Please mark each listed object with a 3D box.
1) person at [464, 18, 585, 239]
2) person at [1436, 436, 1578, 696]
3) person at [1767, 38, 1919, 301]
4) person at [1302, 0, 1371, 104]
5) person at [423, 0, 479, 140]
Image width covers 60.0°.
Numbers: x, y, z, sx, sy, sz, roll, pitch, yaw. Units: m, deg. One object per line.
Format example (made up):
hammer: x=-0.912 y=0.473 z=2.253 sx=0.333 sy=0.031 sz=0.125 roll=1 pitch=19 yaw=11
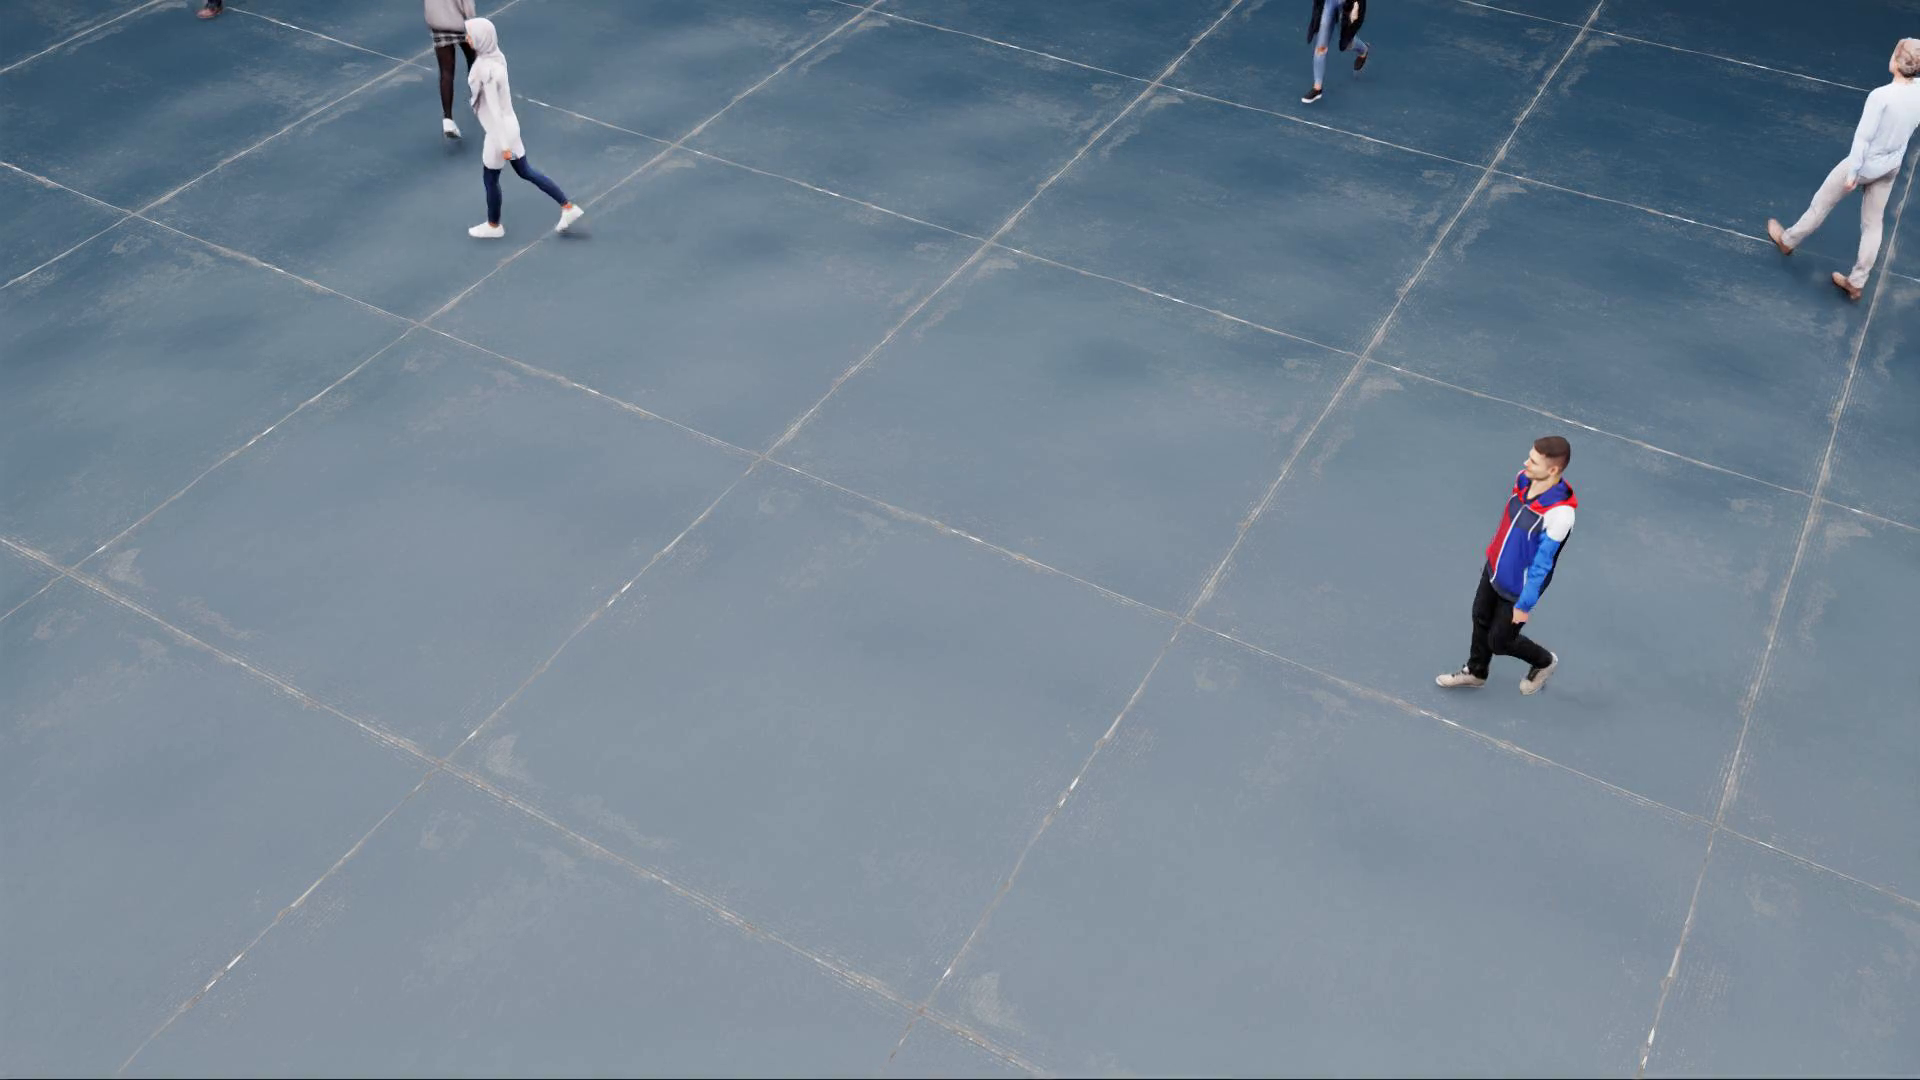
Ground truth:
person: x=-3.272 y=-2.984 z=12.215 sx=1.063 sy=1.745 sz=1.150 roll=0 pitch=42 yaw=0
person: x=2.993 y=0.179 z=8.729 sx=0.958 sy=1.747 sz=0.917 roll=-6 pitch=43 yaw=-6
person: x=6.444 y=-2.550 z=11.661 sx=1.138 sy=1.846 sz=1.211 roll=-9 pitch=43 yaw=-10
person: x=3.252 y=-4.532 z=13.982 sx=1.116 sy=1.660 sz=0.808 roll=-32 pitch=51 yaw=-30
person: x=-4.144 y=-4.110 z=13.457 sx=1.001 sy=1.740 sz=1.247 roll=0 pitch=42 yaw=0
